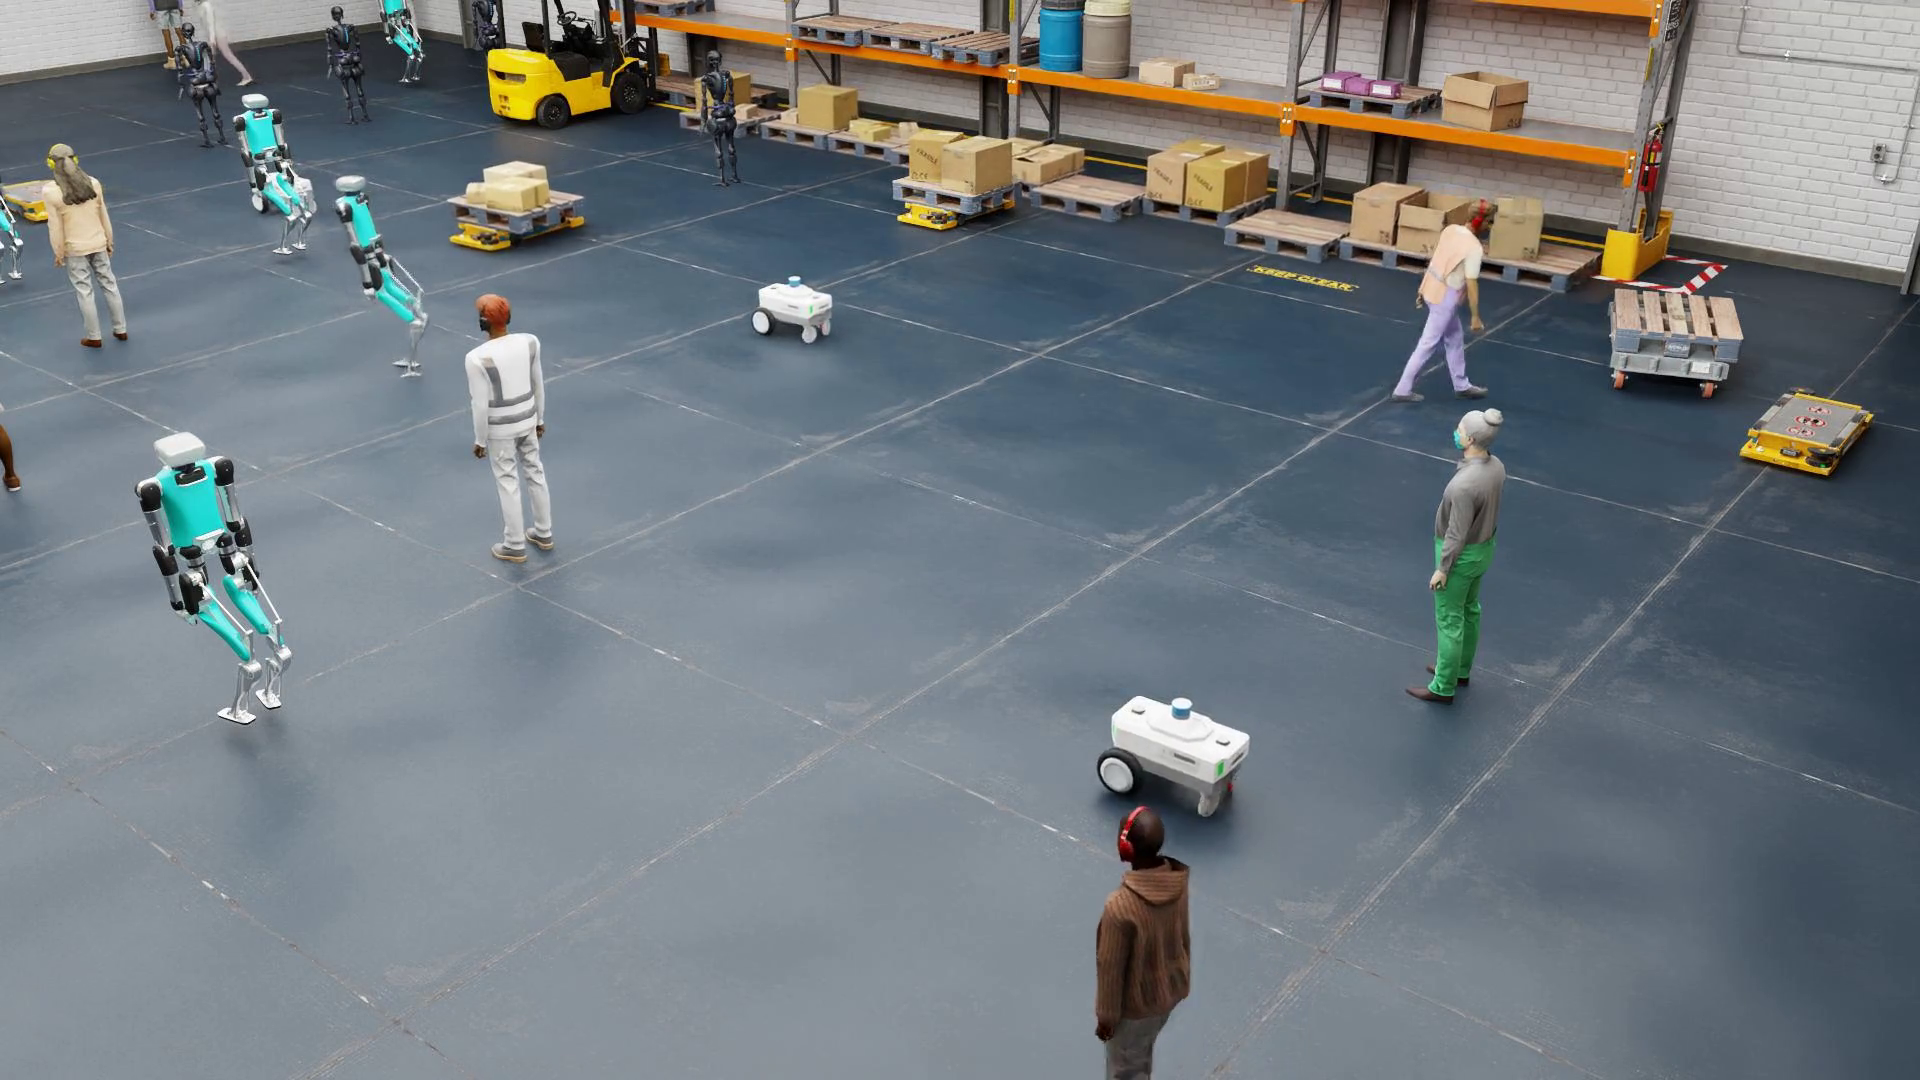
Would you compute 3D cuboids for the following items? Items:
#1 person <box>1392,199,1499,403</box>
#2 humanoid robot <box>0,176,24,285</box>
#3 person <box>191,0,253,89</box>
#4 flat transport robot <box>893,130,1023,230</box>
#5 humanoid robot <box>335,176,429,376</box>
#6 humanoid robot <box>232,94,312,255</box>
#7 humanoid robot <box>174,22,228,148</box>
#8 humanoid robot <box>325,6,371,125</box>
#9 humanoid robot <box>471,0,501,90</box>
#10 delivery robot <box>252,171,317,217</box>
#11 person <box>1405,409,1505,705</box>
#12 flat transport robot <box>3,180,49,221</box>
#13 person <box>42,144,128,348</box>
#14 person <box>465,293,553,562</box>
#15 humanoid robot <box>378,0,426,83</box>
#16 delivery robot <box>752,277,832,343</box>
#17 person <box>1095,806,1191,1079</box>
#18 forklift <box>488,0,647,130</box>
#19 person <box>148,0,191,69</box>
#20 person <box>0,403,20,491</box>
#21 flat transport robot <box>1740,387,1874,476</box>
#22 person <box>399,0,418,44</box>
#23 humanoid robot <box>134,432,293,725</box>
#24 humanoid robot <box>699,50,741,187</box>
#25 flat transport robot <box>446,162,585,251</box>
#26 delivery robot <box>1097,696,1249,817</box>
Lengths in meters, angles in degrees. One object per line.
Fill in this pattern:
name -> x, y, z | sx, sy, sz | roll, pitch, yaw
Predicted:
person -> 4.144, -1.976, 13.920 | 0.927, 1.771, 0.574 | -2, 26, -4
humanoid robot -> -9.815, -3.401, 16.772 | 0.735, 1.677, 0.533 | 19, 32, 34
person -> -11.942, -8.084, 26.678 | 0.524, 1.685, 0.977 | 22, 34, 38
flat transport robot -> -0.027, -3.956, 19.764 | 0.659, 0.231, 1.431 | 19, 32, 34
humanoid robot -> -4.984, -2.316, 14.704 | 0.808, 1.799, 0.548 | -1, 26, -2
humanoid robot -> -7.258, -3.877, 17.758 | 0.735, 1.677, 0.533 | 19, 32, 34
humanoid robot -> -10.489, -6.277, 22.933 | 0.315, 1.657, 0.599 | 19, 32, 34
humanoid robot -> -8.979, -6.950, 24.326 | 0.315, 1.659, 0.599 | 19, 32, 34
humanoid robot -> -7.558, -8.092, 26.692 | 0.315, 1.659, 0.599 | 19, 32, 34
delivery robot -> -8.072, -4.169, 19.876 | 0.768, 0.596, 0.516 | 18, 31, 32
person -> 2.888, 0.081, 9.599 | 0.340, 1.839, 0.511 | 19, 32, 34
flat transport robot -> -11.132, -4.097, 20.056 | 1.431, 0.231, 0.659 | 20, 32, 36
person -> -8.061, -2.701, 15.320 | 0.409, 1.877, 0.554 | 19, 32, 34
person -> -3.056, -0.760, 11.289 | 0.356, 1.884, 0.573 | 19, 32, 34
humanoid robot -> -8.909, -8.194, 26.698 | 0.735, 1.677, 0.533 | 19, 32, 34
delivery robot -> -1.576, -2.203, 15.806 | 0.768, 0.596, 0.516 | 18, 31, 32
person -> 0.756, 1.777, 6.335 | 0.467, 1.625, 0.635 | -22, 33, -38
forklift -> -5.874, -7.334, 24.552 | 1.214, 2.155, 2.313 | 19, 32, 34
person -> -13.537, -9.084, 28.343 | 0.367, 2.048, 0.606 | 19, 32, 34
person -> -7.311, -1.181, 12.196 | 0.397, 1.854, 0.494 | 19, 32, 34
flat transport robot -> 6.841, -0.882, 13.396 | 0.659, 0.231, 1.431 | 19, 32, 34
person -> -10.289, -10.005, 30.711 | 0.307, 1.640, 0.513 | 19, 32, 34
humanoid robot -> -4.026, 0.264, 9.178 | 0.735, 1.681, 0.533 | 19, 32, 34
humanoid robot -> -3.029, -5.315, 20.941 | 0.315, 1.659, 0.599 | 19, 32, 34
flat transport robot -> -5.046, -3.583, 18.991 | 0.659, 0.231, 1.431 | 16, 30, 30
delivery robot -> 1.153, 1.120, 8.924 | 0.768, 0.596, 0.516 | 18, 31, 32
